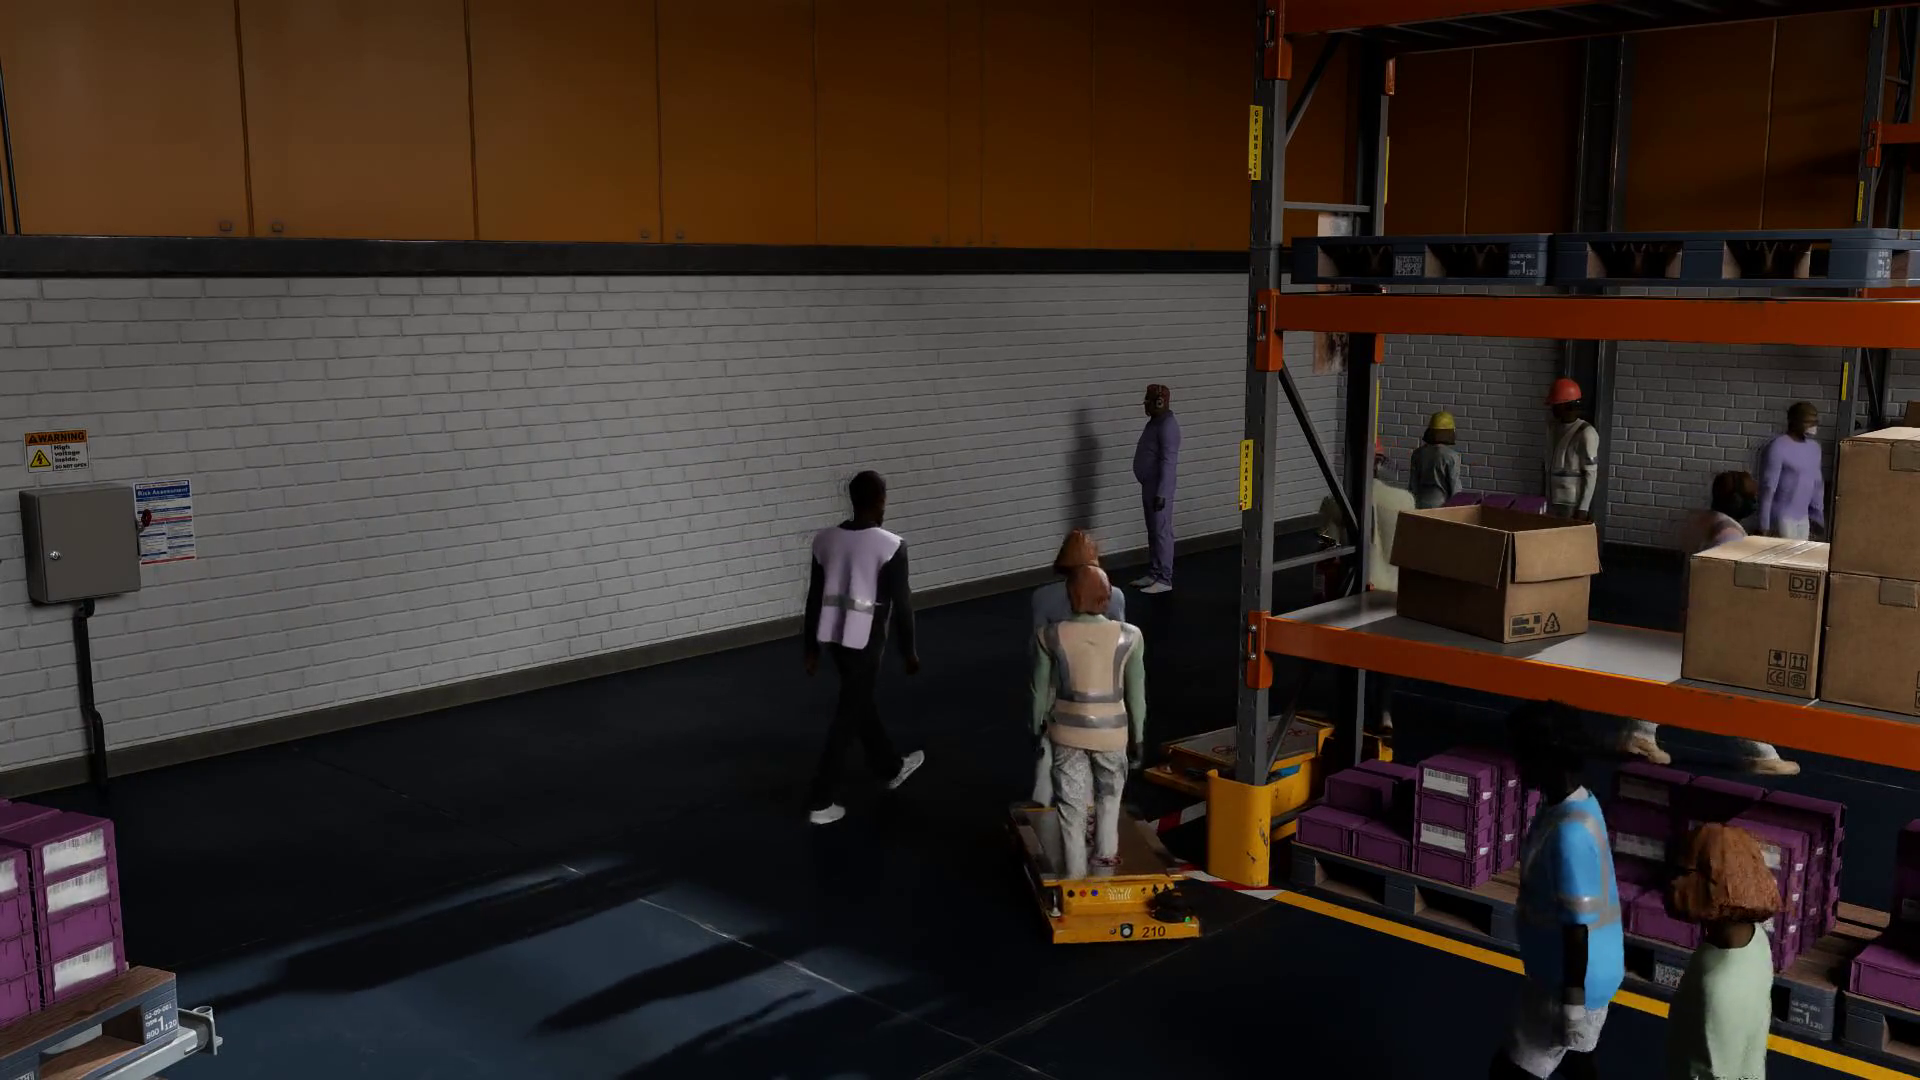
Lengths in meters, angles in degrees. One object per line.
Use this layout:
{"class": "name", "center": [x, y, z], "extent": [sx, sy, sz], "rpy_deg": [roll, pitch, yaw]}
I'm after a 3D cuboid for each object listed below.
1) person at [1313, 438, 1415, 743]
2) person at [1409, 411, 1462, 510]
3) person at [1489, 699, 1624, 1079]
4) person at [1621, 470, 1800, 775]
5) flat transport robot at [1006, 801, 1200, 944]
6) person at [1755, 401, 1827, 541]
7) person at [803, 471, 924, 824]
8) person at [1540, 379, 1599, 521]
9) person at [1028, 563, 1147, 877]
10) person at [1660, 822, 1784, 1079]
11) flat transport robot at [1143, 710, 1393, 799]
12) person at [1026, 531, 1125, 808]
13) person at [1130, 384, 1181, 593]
{"class": "person", "center": [2.476, 0.310, 10.212], "extent": [0.650, 1.972, 0.426], "rpy_deg": [-1, 9, -6]}
{"class": "person", "center": [4.086, -0.237, 14.274], "extent": [0.322, 1.742, 0.493], "rpy_deg": [-7, 12, -38]}
{"class": "person", "center": [1.795, 1.303, 5.032], "extent": [0.498, 1.672, 0.576], "rpy_deg": [3, 10, 18]}
{"class": "person", "center": [4.417, 0.480, 9.750], "extent": [0.980, 1.802, 0.628], "rpy_deg": [1, 9, 7]}
{"class": "flat transport robot", "center": [0.640, 1.538, 7.894], "extent": [0.652, 0.197, 1.431], "rpy_deg": [-1, 9, -7]}
{"class": "person", "center": [6.589, -0.150, 13.226], "extent": [0.628, 1.920, 0.471], "rpy_deg": [-6, 11, -34]}
{"class": "person", "center": [-0.529, 0.557, 9.047], "extent": [0.592, 1.862, 1.021], "rpy_deg": [7, 12, 38]}
{"class": "person", "center": [5.089, -0.345, 14.051], "extent": [0.404, 2.033, 0.608], "rpy_deg": [-3, 10, -16]}
{"class": "person", "center": [0.579, 0.902, 7.654], "extent": [0.536, 1.613, 0.680], "rpy_deg": [0, 9, 2]}
{"class": "person", "center": [1.816, 1.486, 4.126], "extent": [0.454, 1.616, 0.530], "rpy_deg": [6, 11, 32]}
{"class": "flat transport robot", "center": [1.804, 1.248, 9.669], "extent": [1.431, 0.197, 0.652], "rpy_deg": [-7, 12, -37]}
{"class": "person", "center": [0.601, 0.756, 8.628], "extent": [0.513, 1.603, 0.331], "rpy_deg": [0, 9, 1]}
{"class": "person", "center": [1.784, -0.470, 15.207], "extent": [0.410, 1.908, 0.643], "rpy_deg": [-1, 9, -6]}
